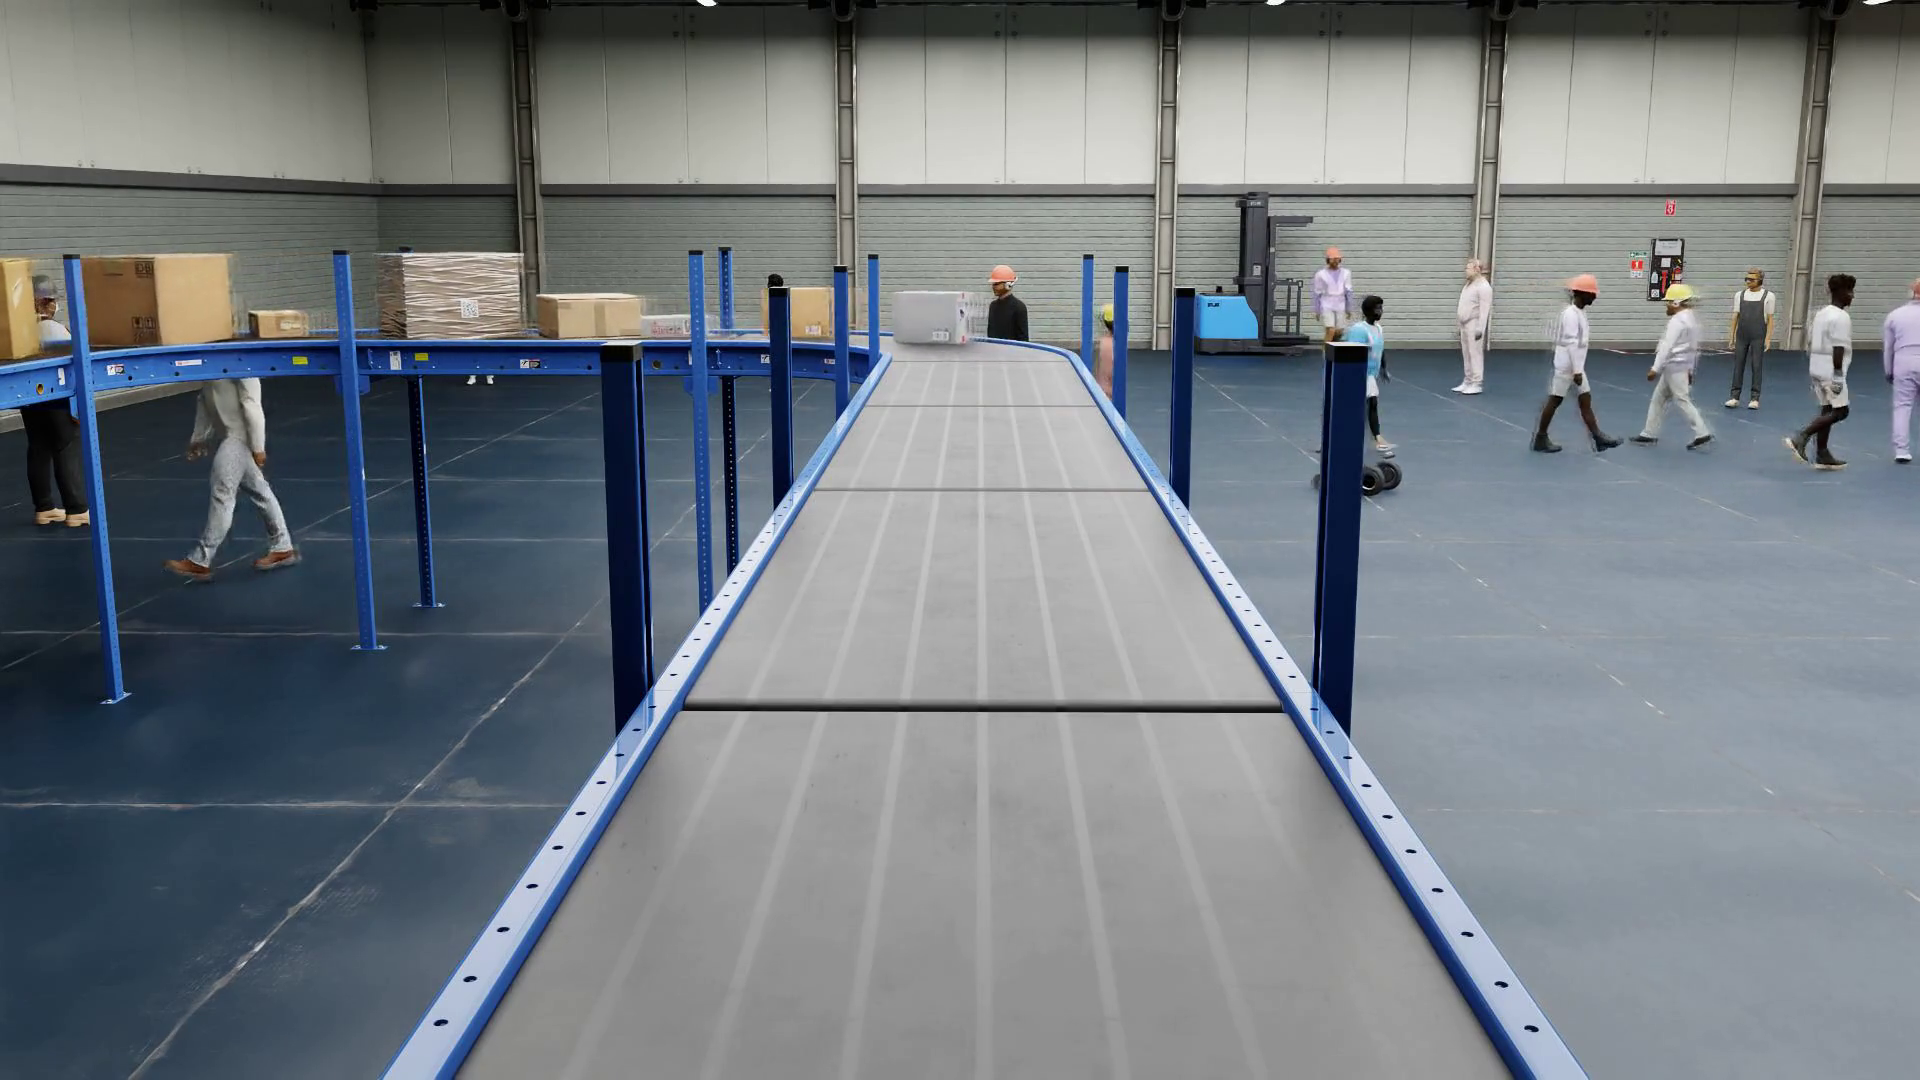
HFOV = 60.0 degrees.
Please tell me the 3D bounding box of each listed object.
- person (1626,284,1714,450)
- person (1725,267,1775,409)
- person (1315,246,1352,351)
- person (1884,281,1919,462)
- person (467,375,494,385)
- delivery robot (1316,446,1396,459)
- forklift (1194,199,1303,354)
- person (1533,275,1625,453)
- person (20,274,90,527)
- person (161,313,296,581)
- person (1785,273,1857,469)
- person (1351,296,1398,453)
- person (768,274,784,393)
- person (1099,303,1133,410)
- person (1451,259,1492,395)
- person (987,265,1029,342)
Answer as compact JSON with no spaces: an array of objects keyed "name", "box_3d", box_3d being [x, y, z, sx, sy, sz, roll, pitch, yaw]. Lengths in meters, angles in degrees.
[{"name":"person","box_3d":[7.791,-1.877,18.028,0.890,1.795,0.587,6,13,30]},{"name":"person","box_3d":[10.390,-2.652,21.864,0.515,1.841,0.327,9,14,40]},{"name":"person","box_3d":[6.211,-3.887,27.751,0.623,2.019,0.572,-1,11,-7]},{"name":"person","box_3d":[9.932,-1.755,17.224,0.656,1.850,0.997,9,14,39]},{"name":"person","box_3d":[-7.210,-3.149,24.944,0.513,1.639,0.313,-1,11,-6]},{"name":"delivery robot","box_3d":[3.656,-0.895,15.352,0.698,0.223,0.335,8,13,34]},{"name":"forklift","box_3d":[5.313,-4.851,30.603,1.873,2.768,1.129,0,11,1]},{"name":"person","box_3d":[6.582,-1.847,17.607,0.971,1.887,0.577,7,13,32]},{"name":"person","box_3d":[-7.409,-1.126,13.624,0.674,2.000,0.535,5,12,22]},{"name":"person","box_3d":[-5.146,-0.682,11.586,1.009,1.891,0.629,-10,15,-41]},{"name":"person","box_3d":[8.588,-1.670,16.515,0.544,1.952,0.615,2,11,9]},{"name":"person","box_3d":[4.440,-1.760,17.754,0.806,1.661,0.545,8,13,34]},{"name":"person","box_3d":[-2.597,-2.939,23.713,0.322,1.697,0.535,1,11,5]},{"name":"person","box_3d":[1.317,-1.283,15.079,0.665,1.743,0.530,3,11,16]},{"name":"person","box_3d":[7.281,-3.041,23.700,0.403,1.906,0.651,-1,11,-6]},{"name":"person","box_3d":[0.465,-1.904,17.627,0.394,1.992,0.622,-8,13,-34]}]
